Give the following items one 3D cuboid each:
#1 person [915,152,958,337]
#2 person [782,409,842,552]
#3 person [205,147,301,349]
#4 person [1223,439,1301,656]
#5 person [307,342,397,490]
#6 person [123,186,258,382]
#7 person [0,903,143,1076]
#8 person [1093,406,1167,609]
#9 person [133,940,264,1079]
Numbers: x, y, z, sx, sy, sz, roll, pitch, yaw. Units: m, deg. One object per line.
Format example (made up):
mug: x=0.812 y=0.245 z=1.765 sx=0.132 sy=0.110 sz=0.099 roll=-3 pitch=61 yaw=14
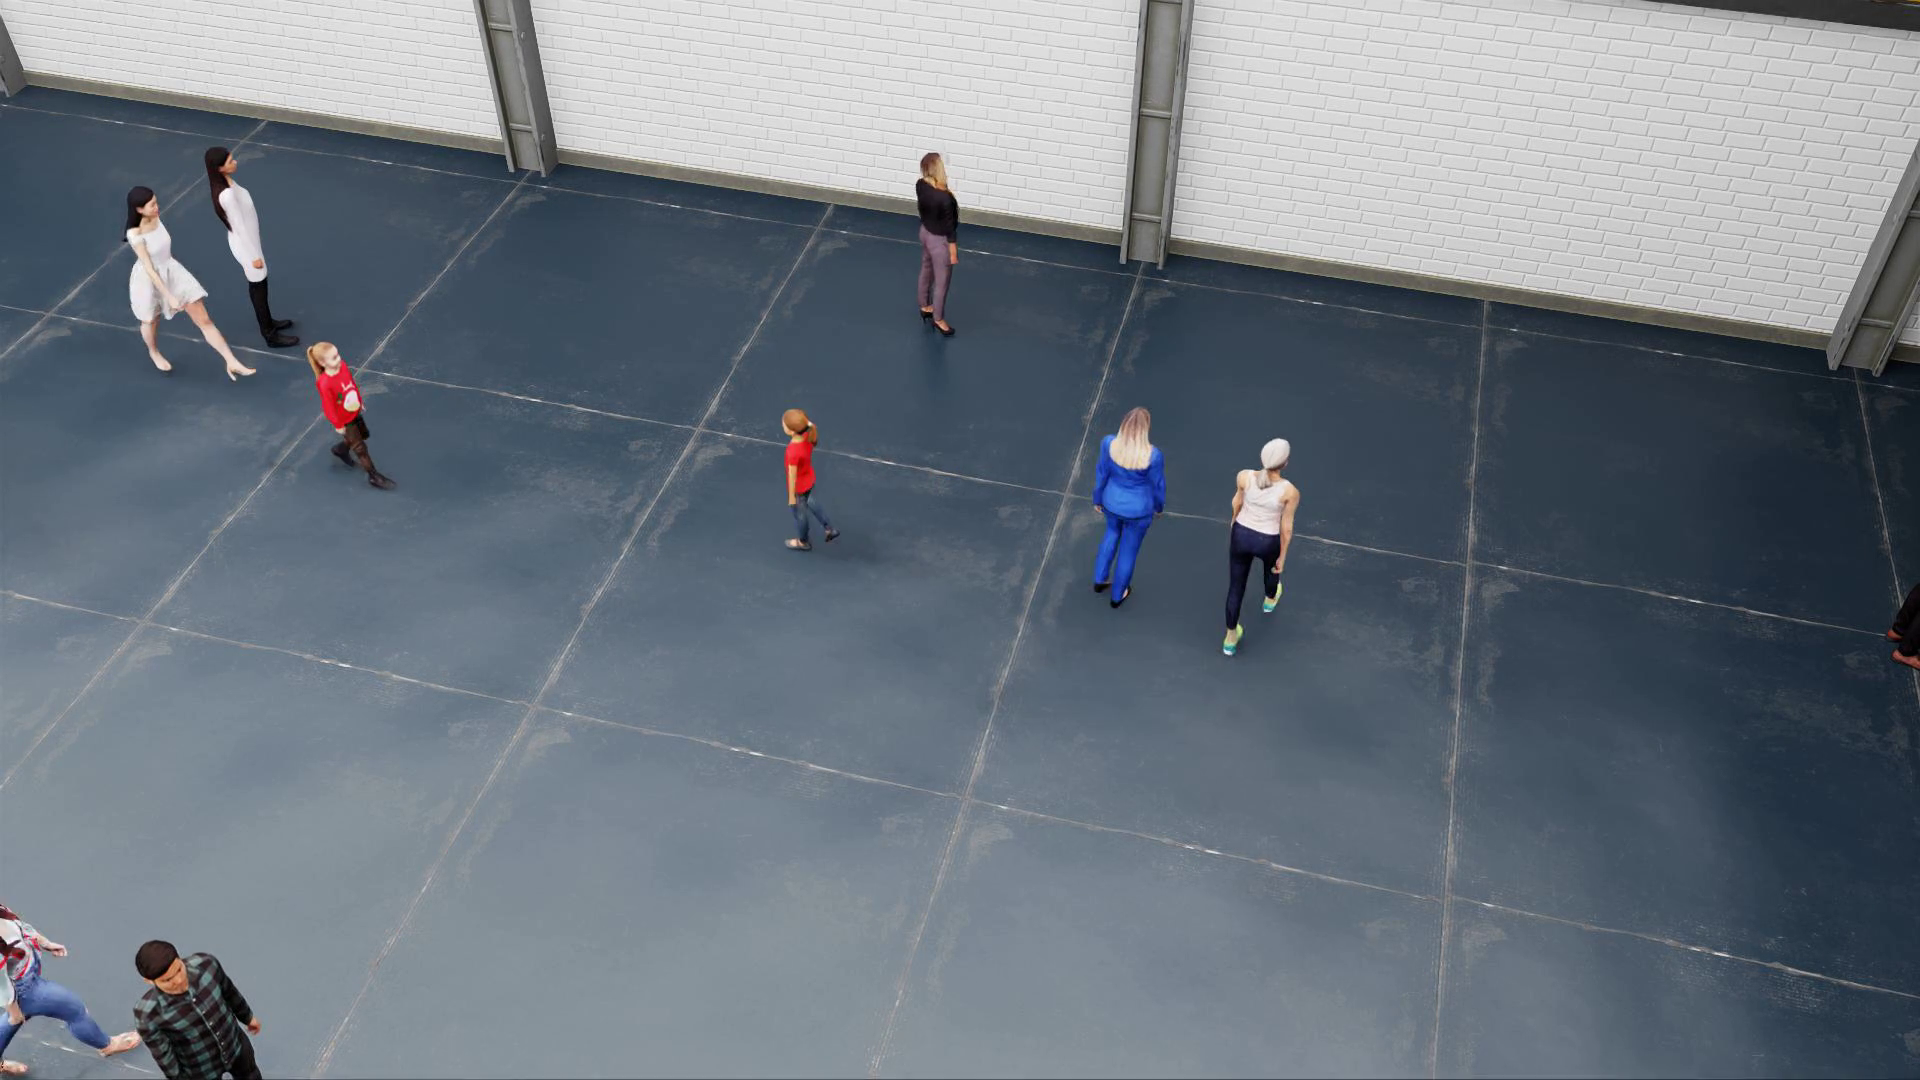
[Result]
person: x=-0.199 y=-2.425 z=13.661 sx=0.743 sy=1.670 sz=0.665 roll=-20 pitch=47 yaw=-20
person: x=-1.063 y=-0.401 z=11.801 sx=0.654 sy=1.305 sz=0.504 roll=14 pitch=45 yaw=14
person: x=-5.803 y=-2.384 z=13.518 sx=0.723 sy=1.807 sz=0.679 roll=-19 pitch=47 yaw=-19
person: x=1.922 y=0.095 z=11.012 sx=0.949 sy=1.673 sz=0.759 roll=15 pitch=46 yaw=16
person: x=-4.605 y=-0.943 z=12.395 sx=0.780 sy=1.270 sz=0.509 roll=9 pitch=44 yaw=10
person: x=-6.383 y=-1.979 z=13.165 sx=1.202 sy=1.708 sz=0.588 roll=12 pitch=45 yaw=12
person: x=-5.012 y=2.350 z=8.714 sx=1.101 sy=1.579 sz=1.016 roll=-20 pitch=47 yaw=-20
person: x=1.095 y=-0.158 z=11.267 sx=0.629 sy=1.688 sz=0.753 roll=23 pitch=48 yaw=22
person: x=-3.771 y=2.516 z=8.345 sx=0.619 sy=1.715 sz=0.724 roll=22 pitch=48 yaw=21
